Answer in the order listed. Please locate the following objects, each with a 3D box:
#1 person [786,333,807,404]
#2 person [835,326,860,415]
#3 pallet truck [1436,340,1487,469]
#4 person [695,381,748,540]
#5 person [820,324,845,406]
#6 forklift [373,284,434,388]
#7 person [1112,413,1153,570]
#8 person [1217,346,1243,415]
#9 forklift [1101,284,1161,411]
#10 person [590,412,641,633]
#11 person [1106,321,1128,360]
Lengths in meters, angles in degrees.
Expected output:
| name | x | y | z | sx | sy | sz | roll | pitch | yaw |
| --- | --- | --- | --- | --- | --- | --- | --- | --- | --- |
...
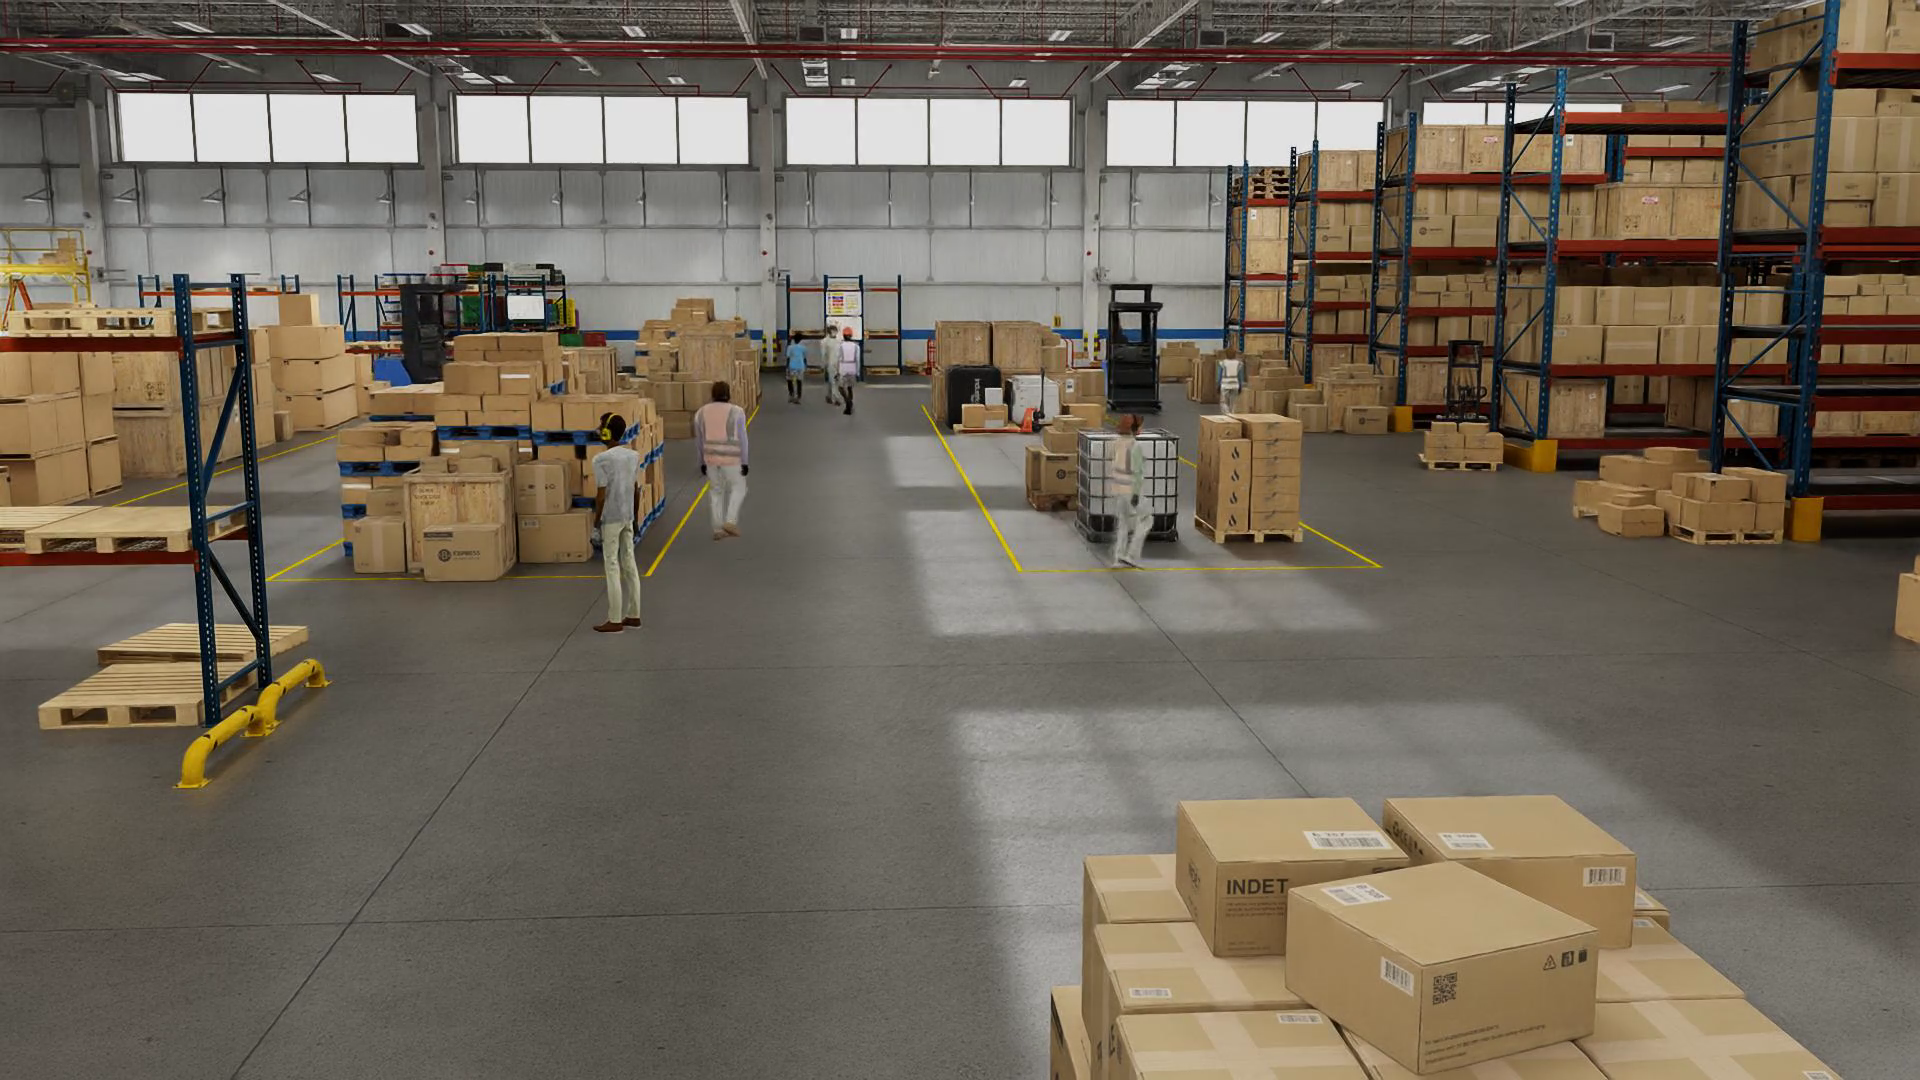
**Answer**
| name | x | y | z | sx | sy | sz | roll | pitch | yaw |
| --- | --- | --- | --- | --- | --- | --- | --- | --- | --- |
| person | -3.852 | -4.032 | 39.101 | 0.558 | 1.670 | 0.565 | -5 | 10 | -27 |
| person | -2.429 | -3.651 | 35.948 | 0.571 | 1.925 | 0.501 | -3 | 10 | -20 |
| pallet truck | 8.004 | -2.170 | 26.422 | 0.823 | 1.965 | 1.885 | 2 | 9 | 14 |
| person | -2.704 | -0.901 | 18.998 | 0.651 | 1.822 | 0.454 | 3 | 9 | 16 |
| person | -2.988 | -4.098 | 38.889 | 0.639 | 1.897 | 1.018 | -6 | 11 | -32 |
| forklift | -12.597 | -4.554 | 38.626 | 1.873 | 2.768 | 1.129 | 2 | 9 | 15 |
| person | 1.756 | -0.489 | 17.035 | 0.400 | 1.627 | 0.523 | -5 | 10 | -27 |
| person | 5.314 | -2.989 | 32.704 | 0.513 | 1.631 | 0.417 | -1 | 9 | -5 |
| forklift | 3.807 | -4.347 | 37.327 | 1.129 | 2.768 | 1.873 | -1 | 9 | -4 |
| person | -2.924 | -0.146 | 14.096 | 0.323 | 1.876 | 0.528 | 6 | 11 | 34 |
| person | 3.592 | -4.060 | 38.293 | 0.612 | 1.994 | 0.395 | -5 | 10 | -30 |
